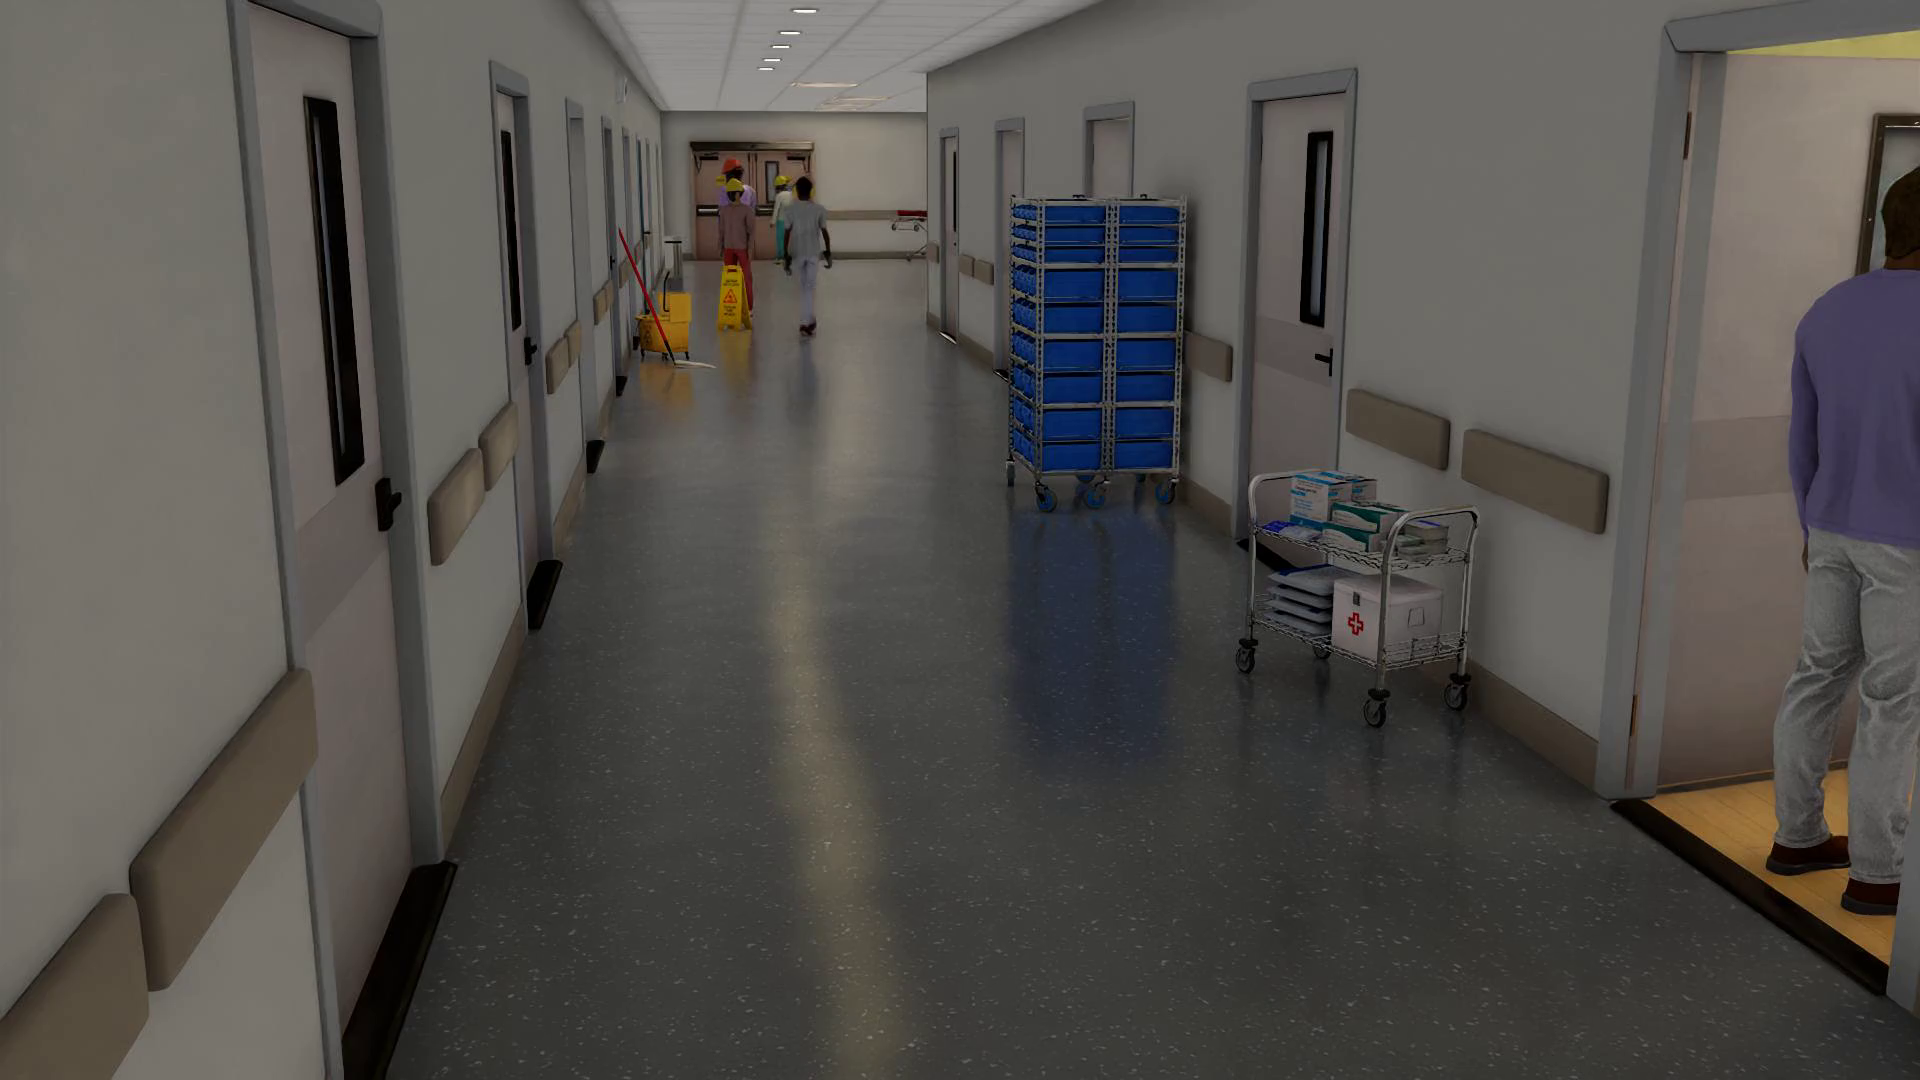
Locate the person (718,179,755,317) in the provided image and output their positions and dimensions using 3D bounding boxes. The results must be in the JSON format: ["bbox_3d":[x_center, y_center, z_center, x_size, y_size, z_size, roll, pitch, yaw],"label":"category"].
[{"bbox_3d":[-2.877,-3.747,21.407,0.525,1.769,0.309,5,14,23],"label":"person"}]

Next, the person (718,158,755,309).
[{"bbox_3d":[-3.053,-4.144,22.580,0.409,2.035,0.608,11,17,41],"label":"person"}]

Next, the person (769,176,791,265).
[{"bbox_3d":[-3.576,-6.249,32.580,0.626,1.726,0.547,5,14,21],"label":"person"}]

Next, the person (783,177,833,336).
[{"bbox_3d":[-1.773,-3.269,19.195,0.520,1.814,1.022,2,13,7],"label":"person"}]

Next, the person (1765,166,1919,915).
[{"bbox_3d":[2.414,0.011,4.331,0.372,1.940,0.631,-4,13,-15],"label":"person"}]
